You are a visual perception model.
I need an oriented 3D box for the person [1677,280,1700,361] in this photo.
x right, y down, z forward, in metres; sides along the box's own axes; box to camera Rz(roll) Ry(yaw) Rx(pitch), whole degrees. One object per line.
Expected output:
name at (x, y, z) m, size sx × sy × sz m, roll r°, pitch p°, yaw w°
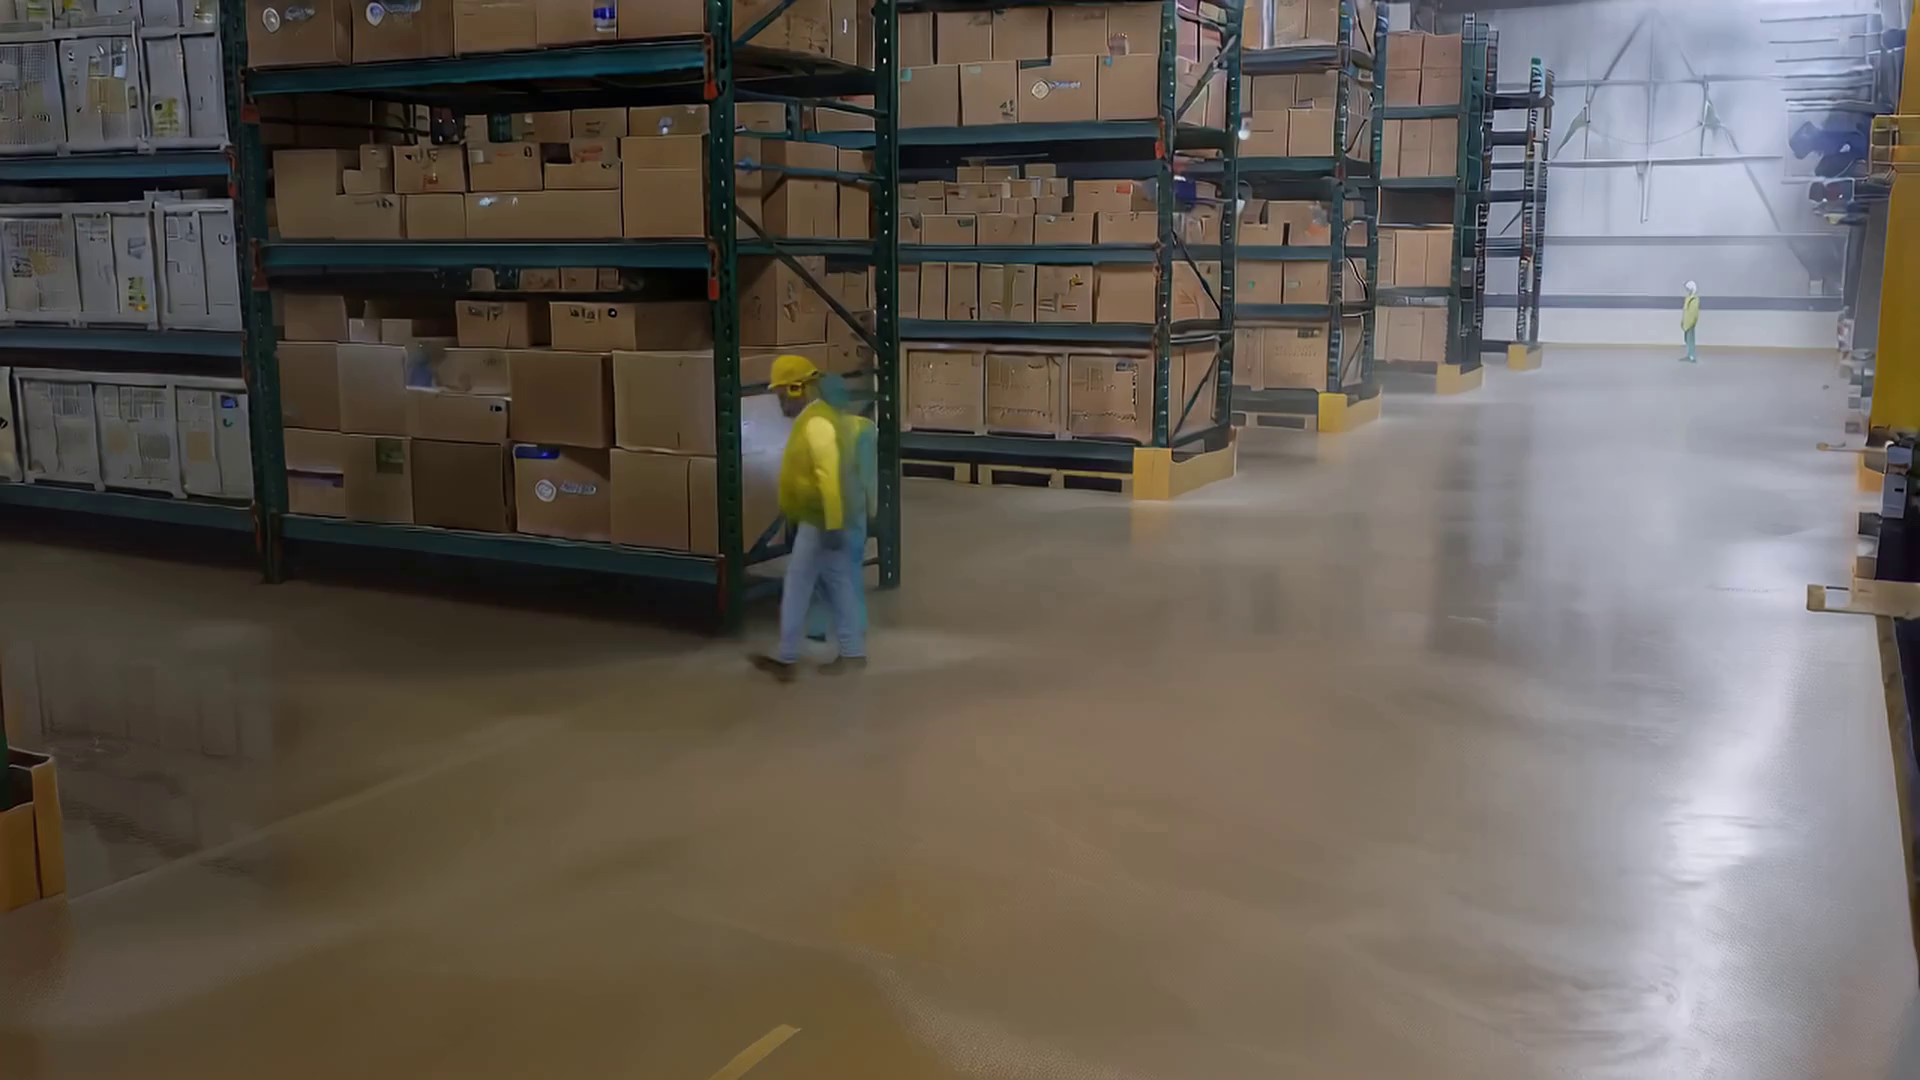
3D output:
person at (15.712, -4.726, 35.899) m, size 0.356 × 1.744 × 0.565 m, roll 0°, pitch 10°, yaw 0°

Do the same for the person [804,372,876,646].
person at (-0.744, -0.177, 9.893) m, size 0.518 × 1.632 × 0.315 m, roll -3°, pitch 10°, yaw -19°

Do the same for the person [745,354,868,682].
person at (-0.878, -0.121, 9.131) m, size 0.805 × 1.782 × 0.617 m, roll -1°, pitch 10°, yaw -8°

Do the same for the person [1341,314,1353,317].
person at (6.154, -3.255, 26.852) m, size 0.418 × 1.924 × 0.574 m, roll 3°, pitch 10°, yaw 19°
